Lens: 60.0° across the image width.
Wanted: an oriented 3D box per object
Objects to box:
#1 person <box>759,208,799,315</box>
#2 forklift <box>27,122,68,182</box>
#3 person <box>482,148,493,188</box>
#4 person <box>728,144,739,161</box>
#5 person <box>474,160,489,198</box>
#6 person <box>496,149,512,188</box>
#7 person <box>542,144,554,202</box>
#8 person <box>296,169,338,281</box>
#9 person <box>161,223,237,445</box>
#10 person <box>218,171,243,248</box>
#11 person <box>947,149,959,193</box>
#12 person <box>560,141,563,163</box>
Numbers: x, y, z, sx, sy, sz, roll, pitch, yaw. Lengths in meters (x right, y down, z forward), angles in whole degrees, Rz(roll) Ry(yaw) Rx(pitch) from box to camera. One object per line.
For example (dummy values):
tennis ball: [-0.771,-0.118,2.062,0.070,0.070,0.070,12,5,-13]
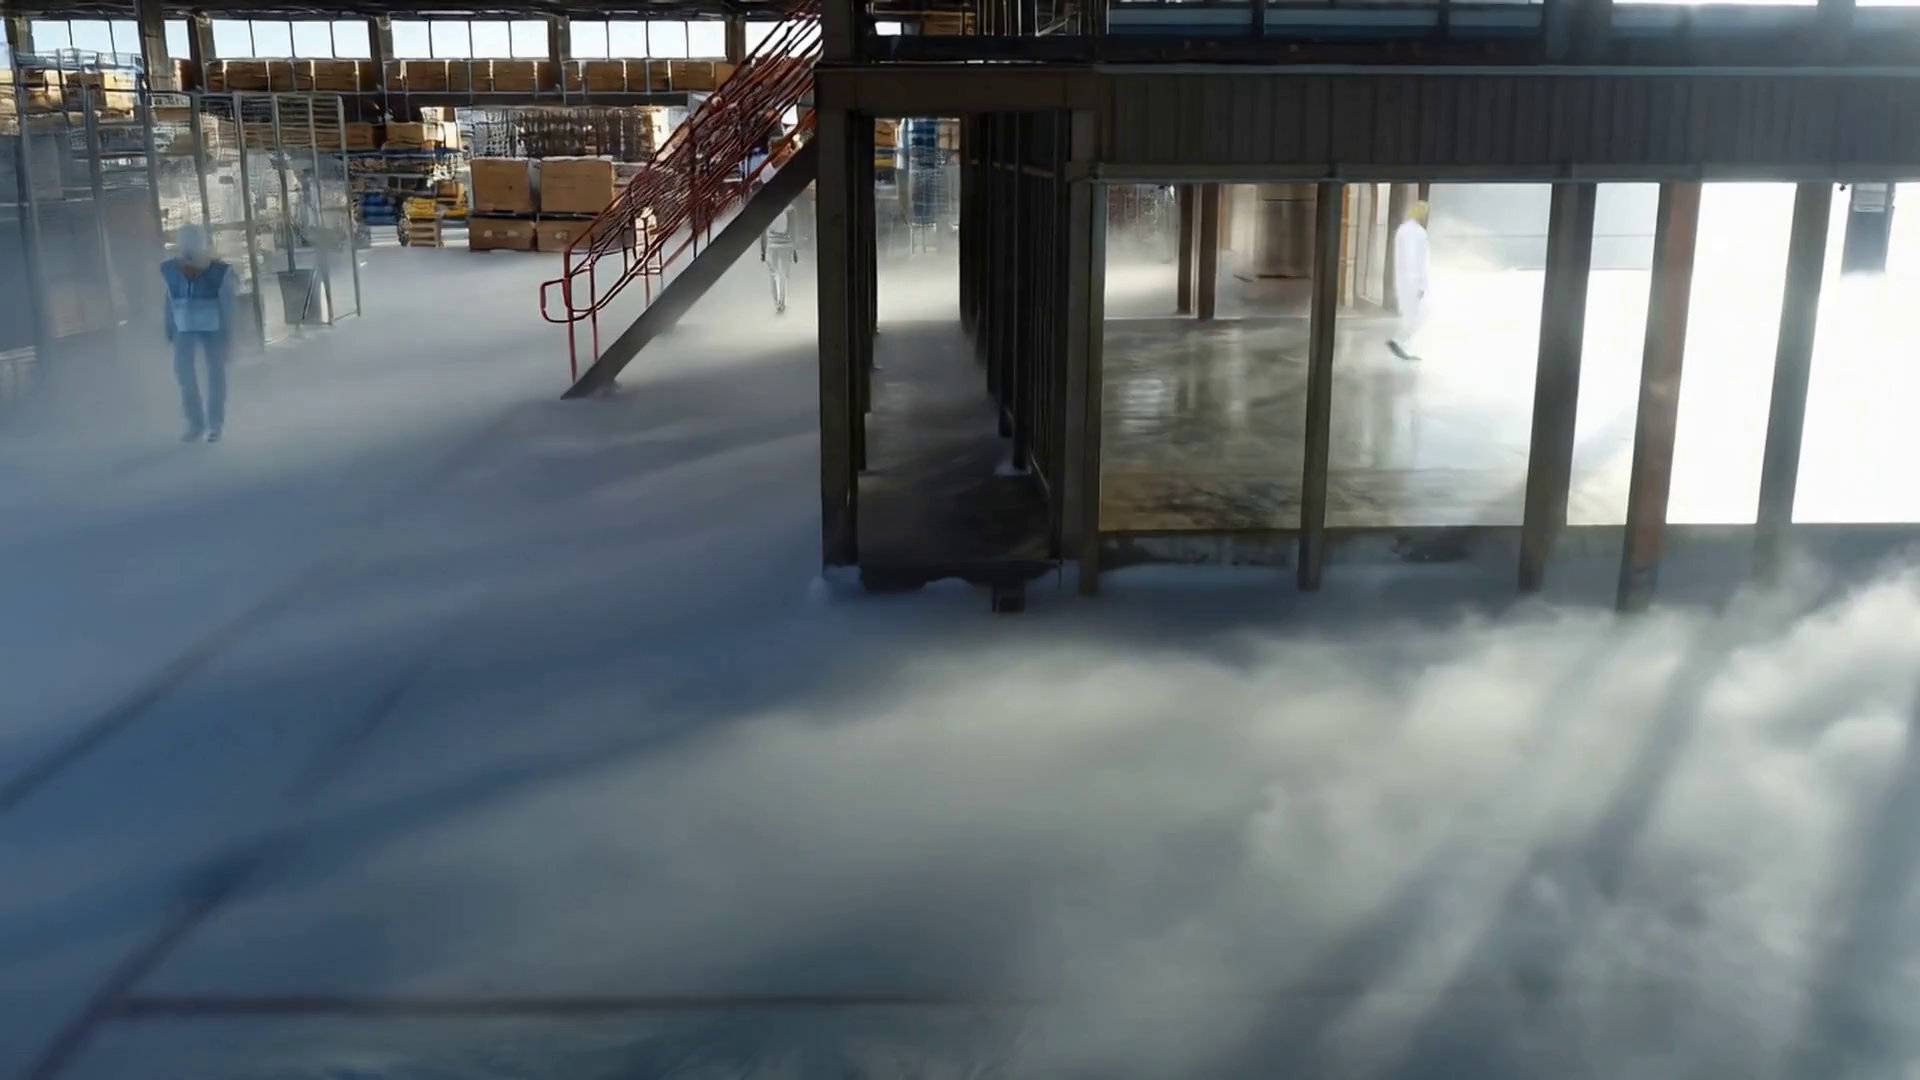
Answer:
person: [-2.654,-4.238,24.433,0.576,1.835,0.997,-2,14,-9]
forklift: [-35.376,-14.773,64.377,1.129,2.768,1.873,-1,14,-2]
person: [-17.324,-13.440,61.092,0.868,1.881,0.646,-8,16,-30]
person: [-11.184,-18.737,82.446,0.591,1.794,0.915,-1,14,-4]
person: [-12.871,-9.375,45.023,0.707,1.790,0.594,-8,16,-28]
person: [-15.517,-12.346,56.624,0.544,1.922,0.422,1,14,3]
person: [-14.246,-12.631,57.517,0.378,2.044,0.607,-3,14,-10]
person: [-11.529,-5.638,29.747,0.655,1.942,0.998,-10,17,-35]
person: [-6.562,-1.764,14.346,0.631,1.904,0.591,-2,14,-6]
person: [-16.517,-7.468,37.557,0.489,1.714,0.842,4,15,16]
person: [-0.286,-14.615,66.016,0.547,1.752,0.436,-10,17,-34]
person: [-21.757,-20.914,91.036,0.389,1.839,0.563,-3,14,-12]
